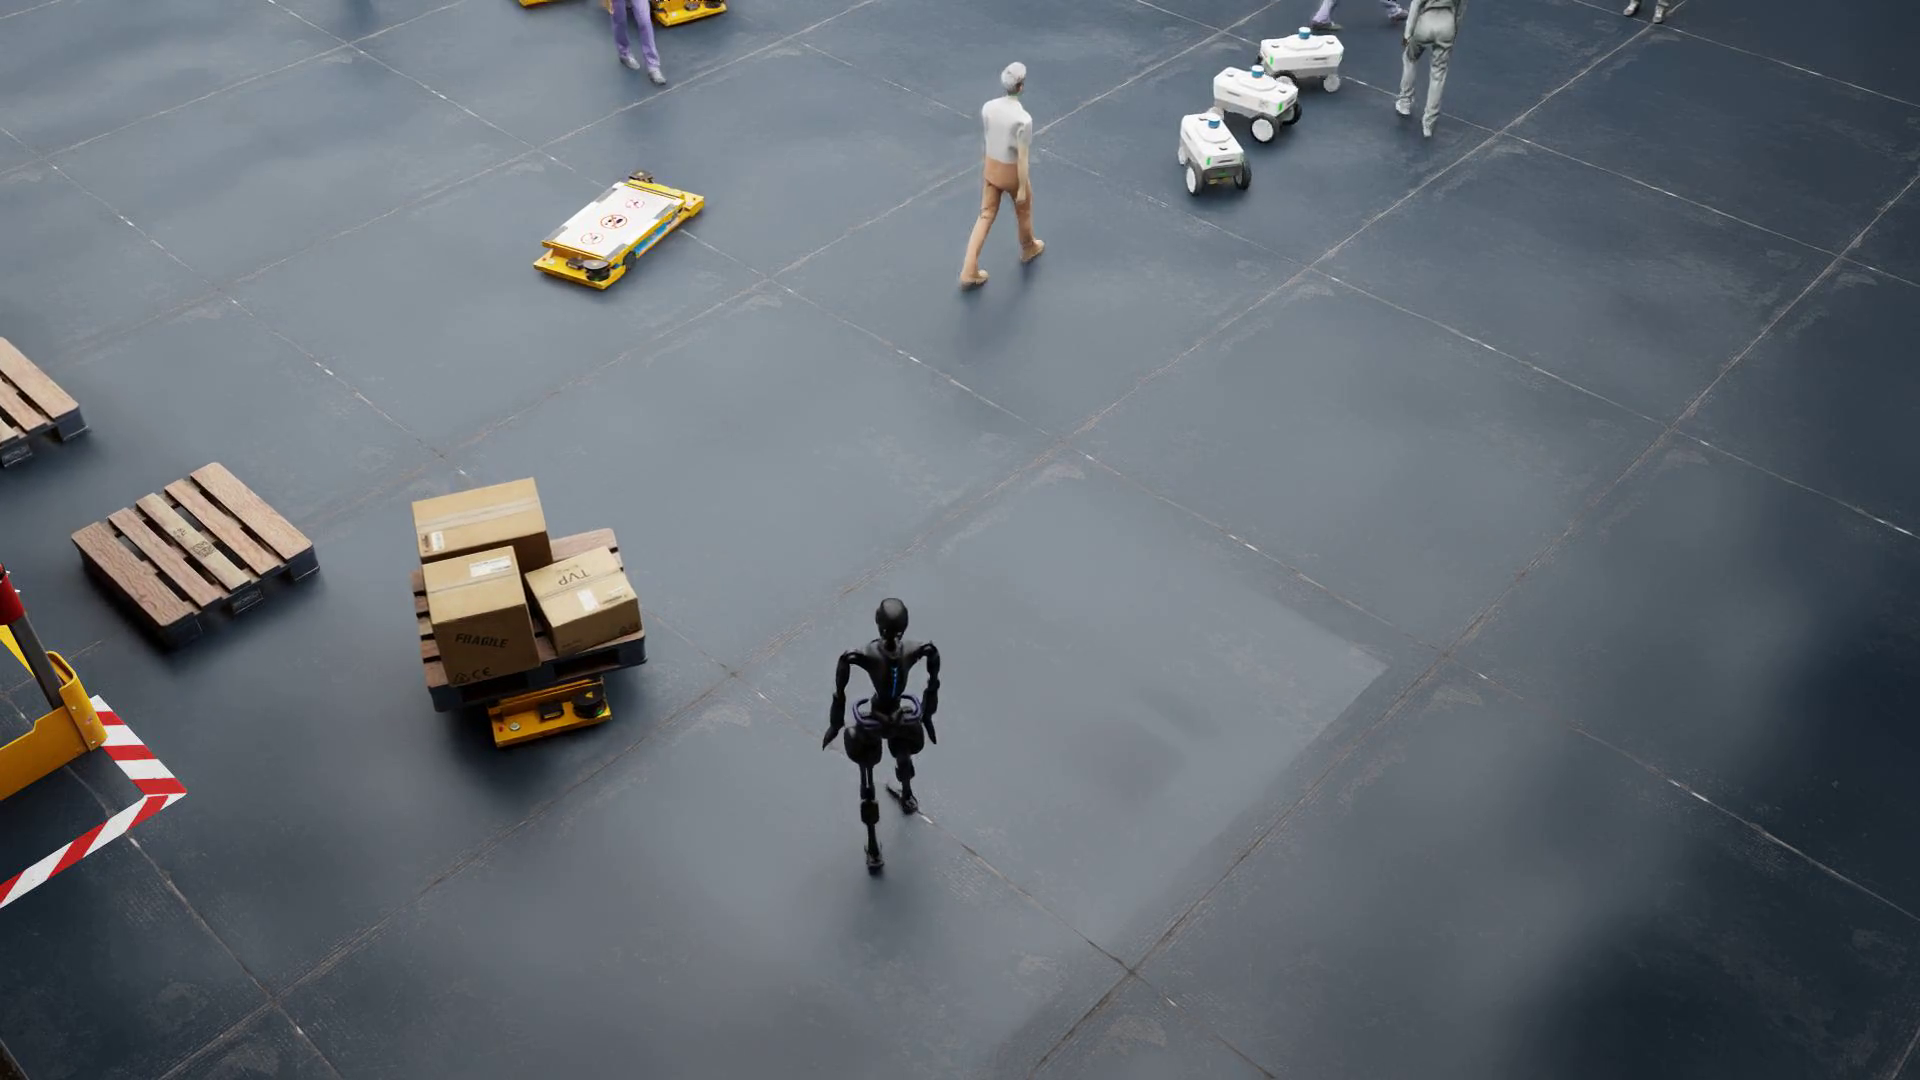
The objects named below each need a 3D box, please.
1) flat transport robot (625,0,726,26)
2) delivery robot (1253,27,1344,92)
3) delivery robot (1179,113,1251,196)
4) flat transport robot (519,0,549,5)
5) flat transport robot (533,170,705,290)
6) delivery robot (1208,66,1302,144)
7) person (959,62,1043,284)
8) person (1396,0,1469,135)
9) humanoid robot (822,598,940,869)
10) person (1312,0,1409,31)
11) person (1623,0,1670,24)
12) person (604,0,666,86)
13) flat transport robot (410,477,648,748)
[{"bbox_3d":[-2.973,-5.568,16.715,0.659,0.231,1.431,-24,47,-24],"label":"flat transport robot"},{"bbox_3d":[3.108,-4.379,15.174,0.777,0.587,0.499,-6,42,-7],"label":"delivery robot"},{"bbox_3d":[2.105,-3.269,13.938,0.499,0.584,0.783,-9,43,-10],"label":"delivery robot"},{"bbox_3d":[-4.420,-5.893,17.076,0.659,0.231,1.431,-21,46,-22],"label":"flat transport robot"},{"bbox_3d":[-2.713,-2.492,13.296,0.659,0.231,1.431,19,45,20],"label":"flat transport robot"},{"bbox_3d":[2.587,-3.873,14.607,0.774,0.581,0.499,26,48,26],"label":"delivery robot"},{"bbox_3d":[0.306,-2.752,12.524,0.485,1.698,0.893,27,48,27],"label":"person"},{"bbox_3d":[4.073,-4.396,14.339,0.532,1.702,0.671,1,42,1],"label":"person"},{"bbox_3d":[-0.399,0.938,8.454,0.615,1.644,0.602,-9,43,-10],"label":"humanoid robot"},{"bbox_3d":[3.922,-5.655,15.687,1.031,1.770,0.560,5,42,6],"label":"person"},{"bbox_3d":[6.787,-5.895,15.912,0.562,1.833,0.407,21,46,22],"label":"person"},{"bbox_3d":[-2.998,-4.969,14.913,0.577,1.780,0.864,-24,47,-24],"label":"person"},{"bbox_3d":[-2.527,0.597,9.863,0.659,0.231,1.431,-13,44,-14],"label":"flat transport robot"}]
